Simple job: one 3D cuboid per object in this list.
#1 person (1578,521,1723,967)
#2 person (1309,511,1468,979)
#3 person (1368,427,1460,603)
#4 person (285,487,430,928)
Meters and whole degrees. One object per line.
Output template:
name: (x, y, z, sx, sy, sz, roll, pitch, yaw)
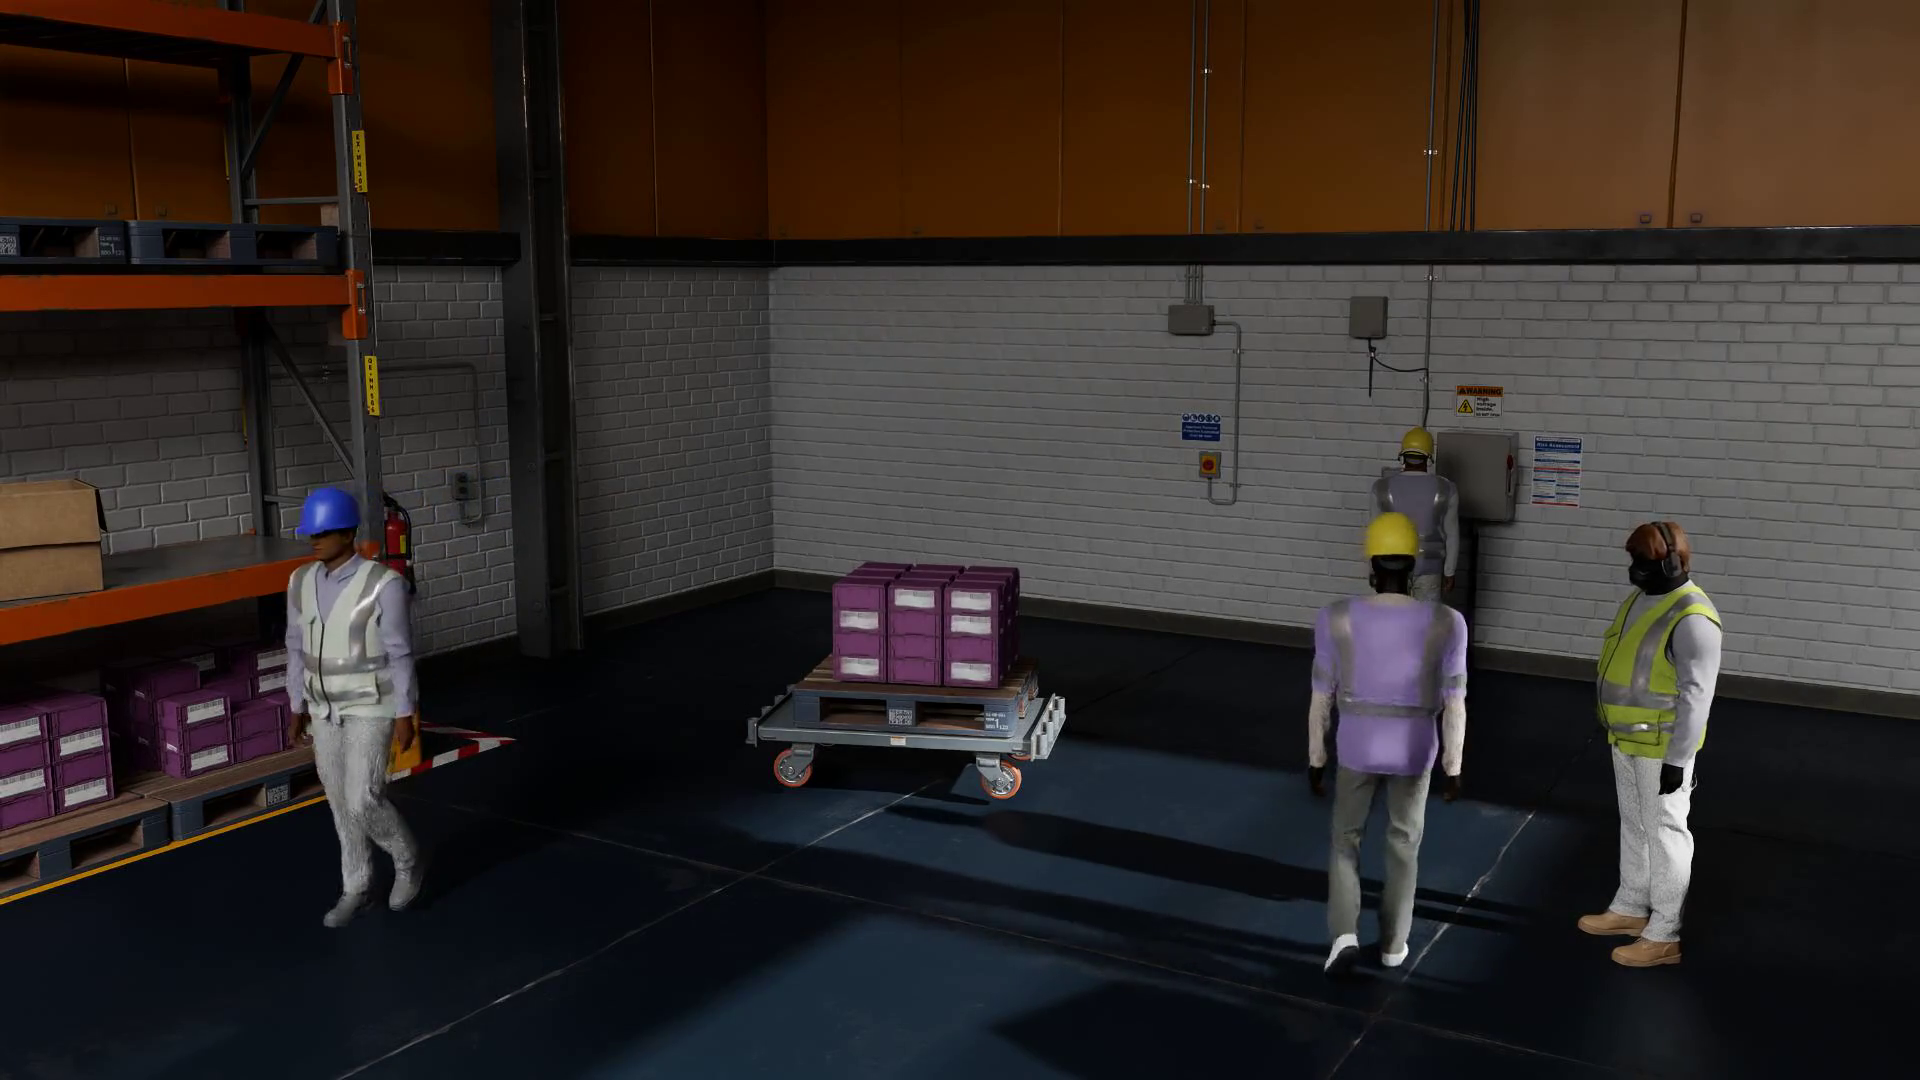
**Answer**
person: (2.847, 0.830, 6.874, 0.430, 1.841, 0.619, 0, 9, 0)
person: (1.694, 0.834, 6.607, 0.606, 1.912, 0.655, 3, 9, 16)
person: (3.003, 0.165, 11.038, 0.591, 1.833, 0.403, 3, 9, 16)
person: (-2.650, 0.728, 7.207, 0.607, 1.935, 0.423, 4, 10, 23)
